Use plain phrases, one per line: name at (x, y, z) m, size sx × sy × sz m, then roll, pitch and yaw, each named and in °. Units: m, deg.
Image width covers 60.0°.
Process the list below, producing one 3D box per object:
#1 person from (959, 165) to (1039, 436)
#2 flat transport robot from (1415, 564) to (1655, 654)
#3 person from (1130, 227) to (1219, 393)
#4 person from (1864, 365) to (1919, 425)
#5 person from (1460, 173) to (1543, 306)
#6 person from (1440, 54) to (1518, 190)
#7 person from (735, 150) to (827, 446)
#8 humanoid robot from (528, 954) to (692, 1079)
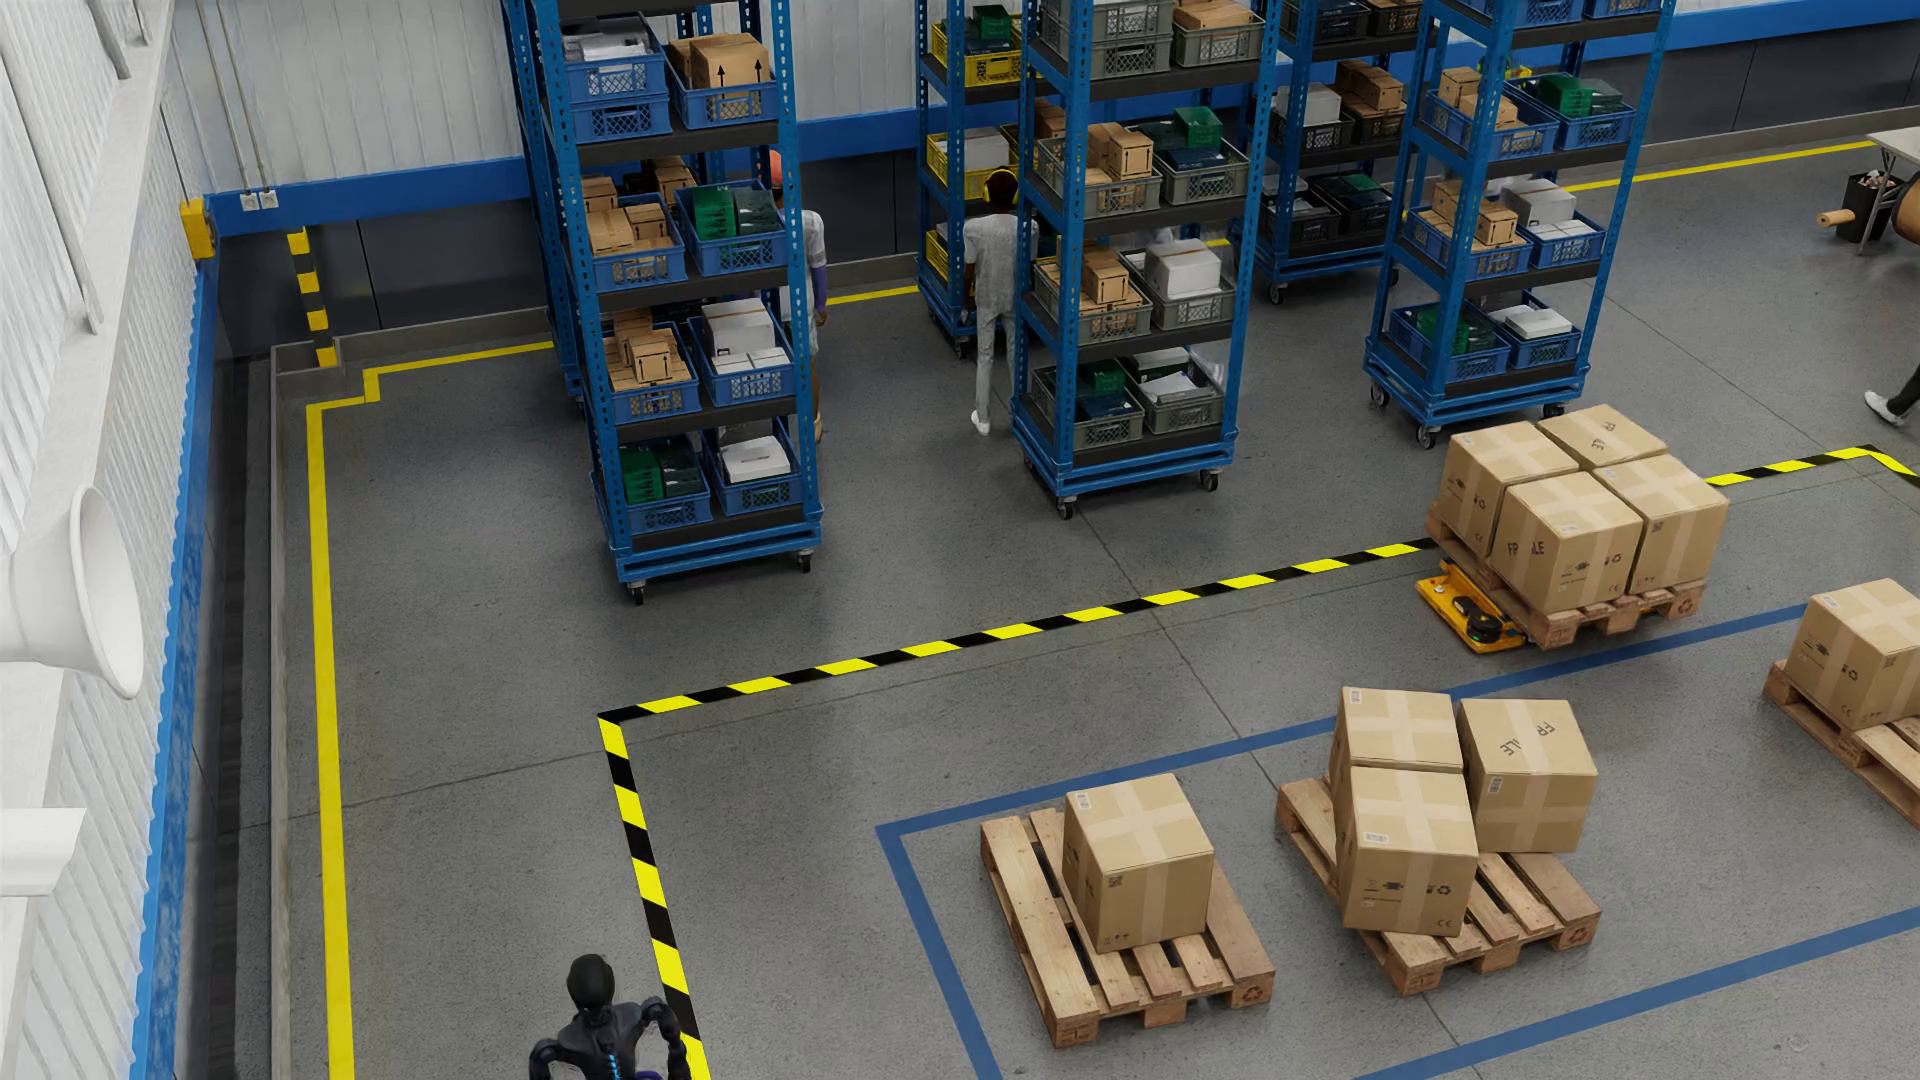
person at (0.259, -1.545, 10.858) m, size 0.532 × 1.869 × 0.315 m, roll -3°, pitch 35°, yaw -4°
flat transport robot at (3.453, 0.259, 9.664) m, size 1.431 × 0.197 × 0.652 m, roll -11°, pitch 37°, yaw -15°
person at (1.354, -1.640, 11.135) m, size 0.786 × 1.706 × 0.496 m, roll -12°, pitch 37°, yaw -17°
person at (6.522, -1.449, 10.770) m, size 0.605 × 1.813 × 0.877 m, roll -9°, pitch 36°, yaw -13°
person at (3.827, -2.207, 11.784) m, size 0.807 × 1.890 × 0.589 m, roll -12°, pitch 37°, yaw -17°
person at (3.930, -2.828, 12.691) m, size 0.438 × 1.848 × 0.554 m, roll -25°, pitch 42°, yaw -31°
person at (-1.146, -1.504, 10.651) m, size 0.605 × 2.044 × 0.370 m, roll -9°, pitch 36°, yaw -13°
humanoid robot at (-1.224, 2.051, 5.931) m, size 0.589 × 1.640 × 0.567 m, roll -18°, pitch 39°, yaw -23°
